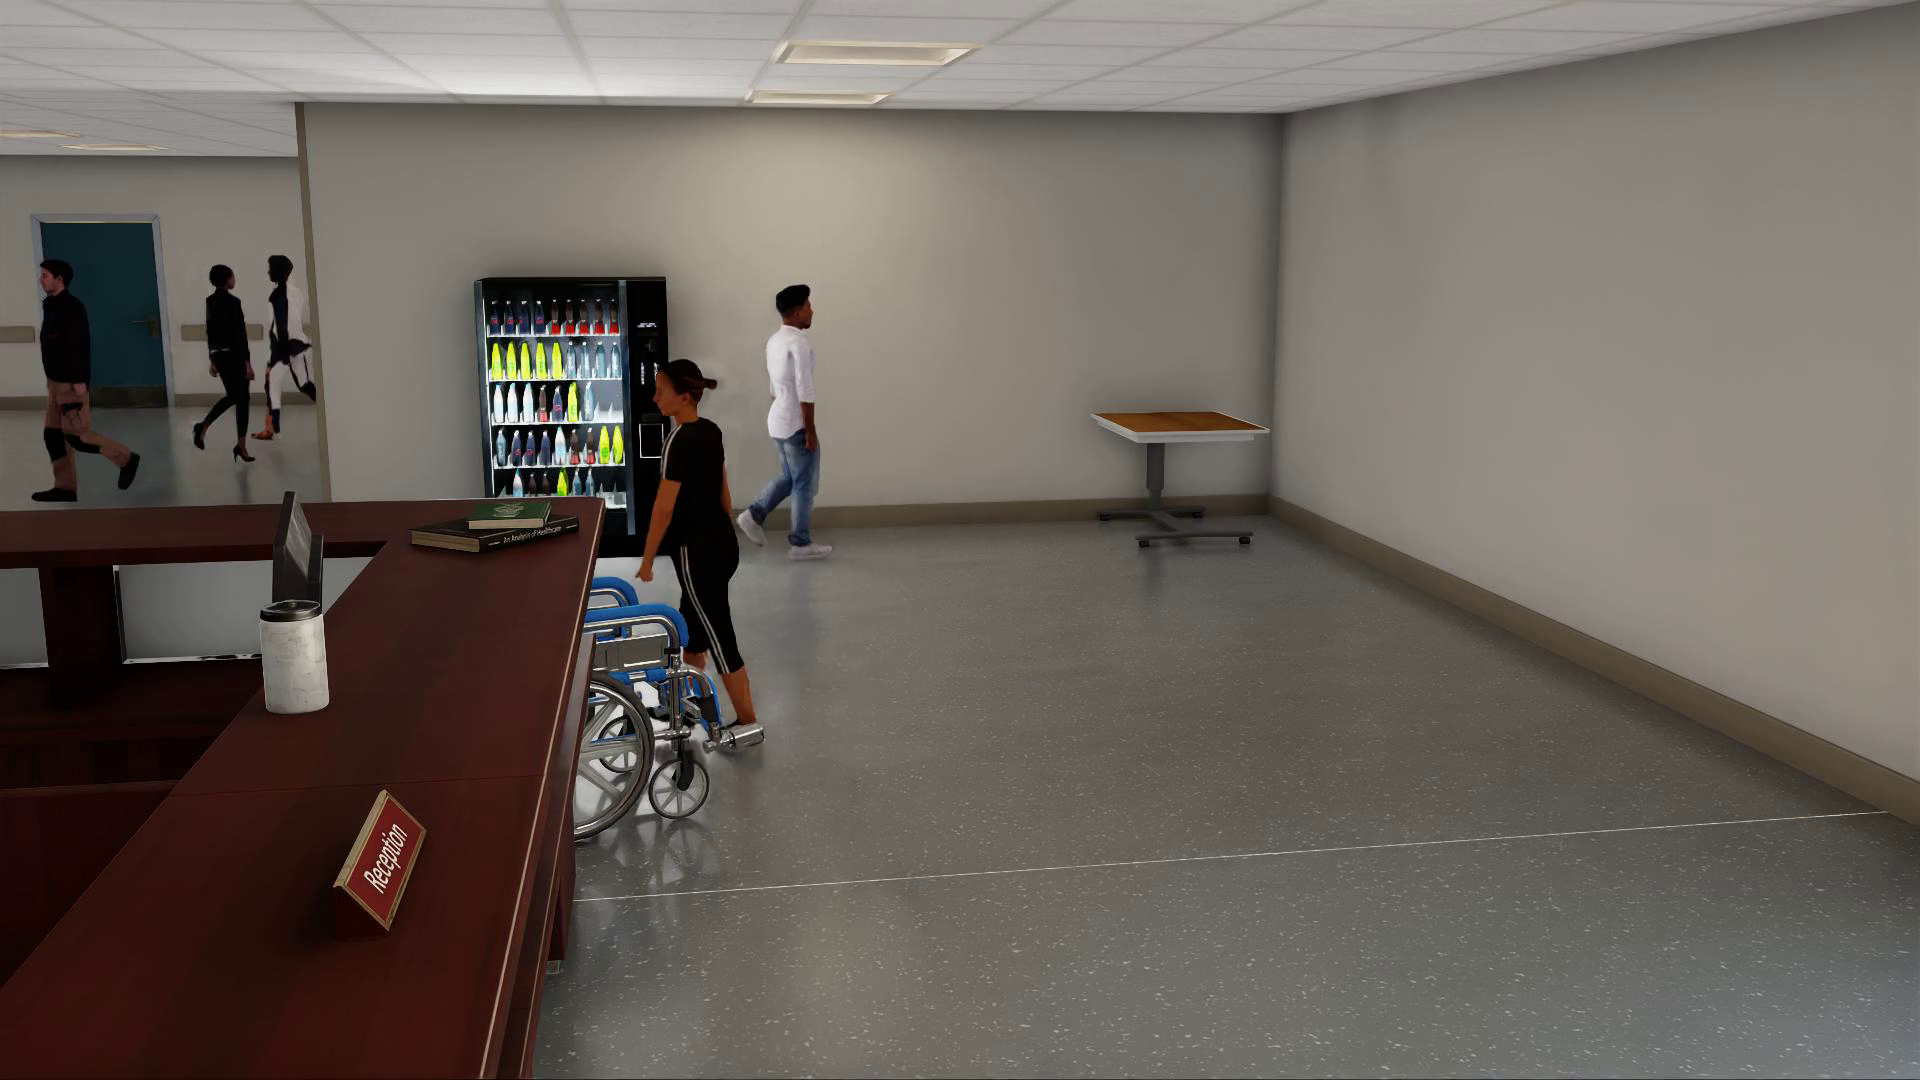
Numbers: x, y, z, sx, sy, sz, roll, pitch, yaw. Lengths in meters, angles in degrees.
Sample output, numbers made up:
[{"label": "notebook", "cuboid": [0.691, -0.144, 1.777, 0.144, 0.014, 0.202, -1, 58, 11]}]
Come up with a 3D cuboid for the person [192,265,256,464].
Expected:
[{"label": "person", "cuboid": [-6.734, -1.584, 15.195, 0.890, 1.819, 0.937, 7, 13, 31]}]

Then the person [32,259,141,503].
[{"label": "person", "cuboid": [-6.967, -1.242, 13.160, 1.045, 1.906, 1.162, 10, 15, 44]}]

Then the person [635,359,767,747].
[{"label": "person", "cuboid": [-0.994, 0.080, 6.899, 0.972, 1.642, 0.838, 4, 12, 21]}]

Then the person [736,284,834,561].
[{"label": "person", "cuboid": [-1.169, -0.757, 10.890, 0.931, 1.798, 0.782, -5, 12, -26]}]

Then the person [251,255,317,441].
[{"label": "person", "cuboid": [-6.690, -1.910, 16.807, 1.261, 1.858, 0.899, 1, 11, 5]}]
